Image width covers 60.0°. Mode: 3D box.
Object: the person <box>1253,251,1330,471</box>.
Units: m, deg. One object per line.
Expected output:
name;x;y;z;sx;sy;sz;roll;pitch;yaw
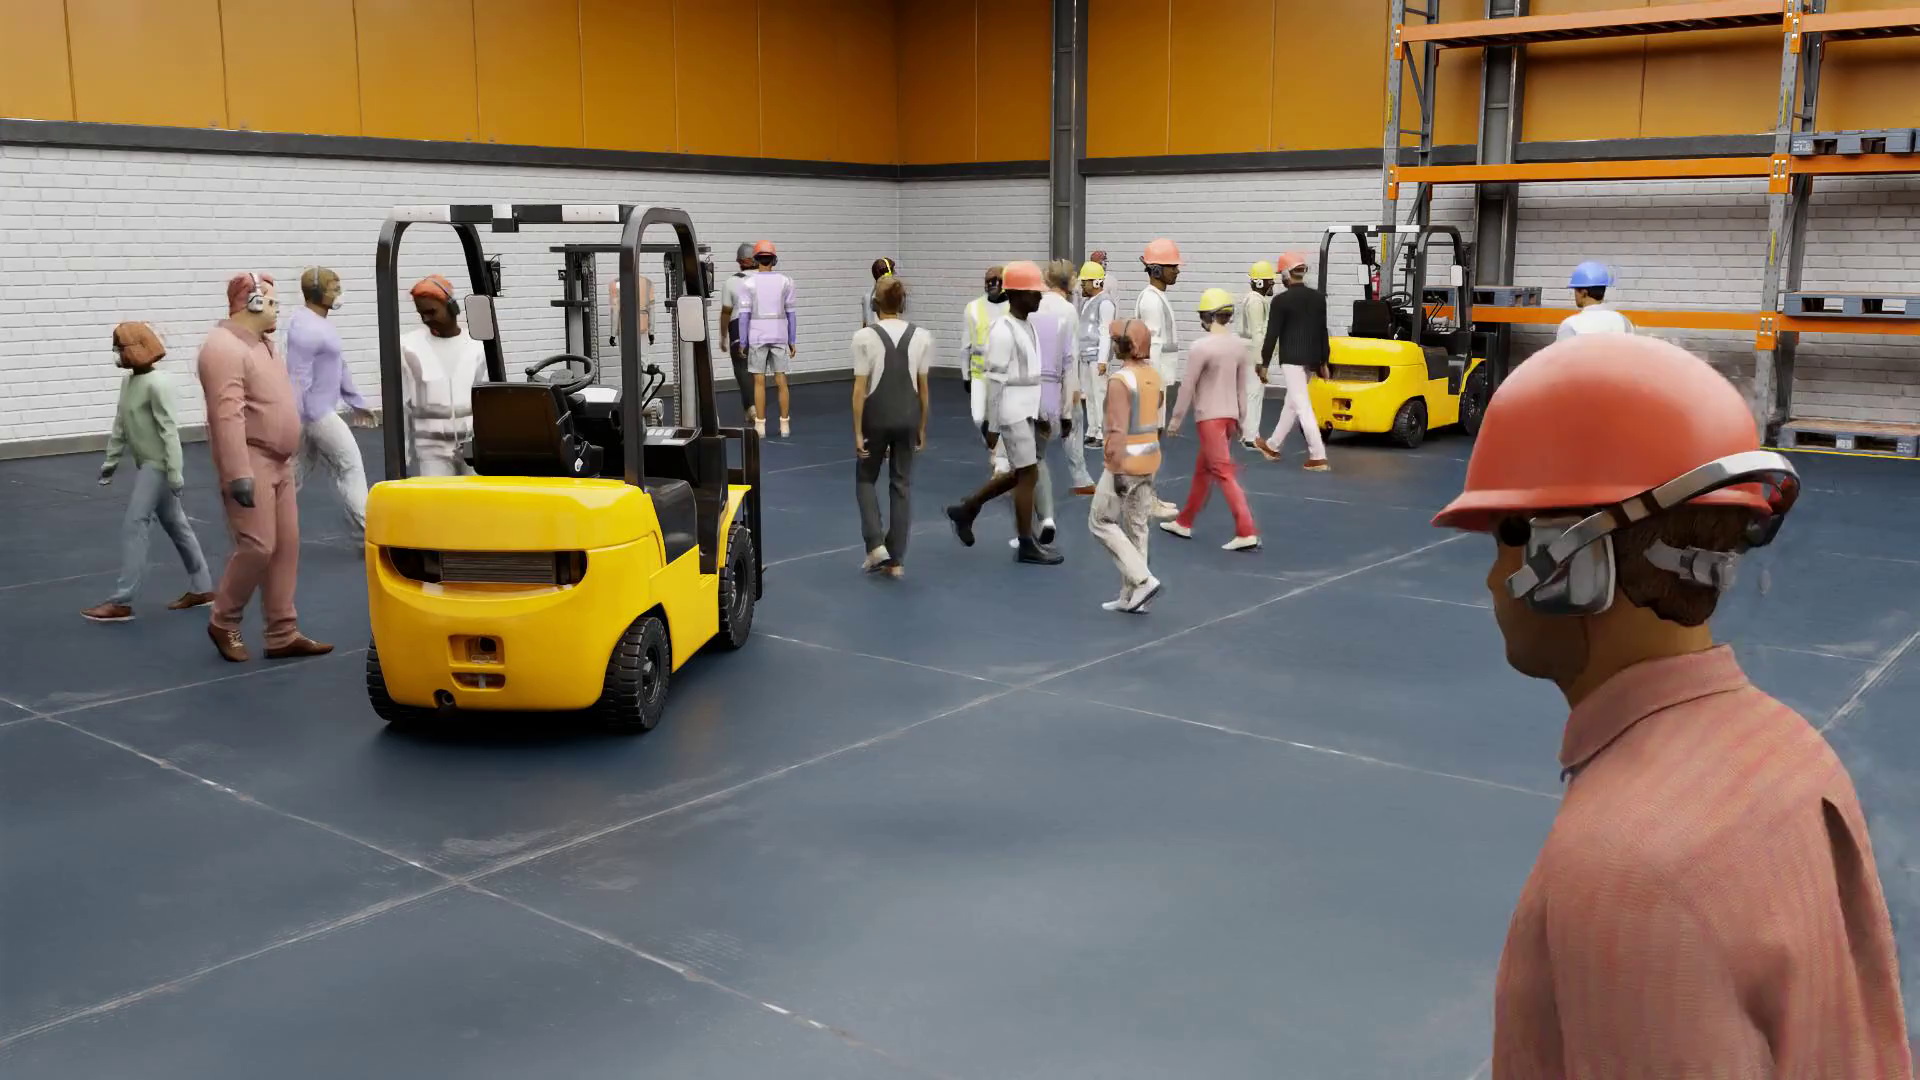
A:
person;2.970;-1.601;14.872;0.629;1.923;1.065;-7;12;-32

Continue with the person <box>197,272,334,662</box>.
person;-3.408;-0.337;8.015;0.578;1.878;0.737;0;10;-1

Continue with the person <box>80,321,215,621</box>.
person;-4.443;-0.365;8.955;0.800;1.598;0.515;-8;13;-38

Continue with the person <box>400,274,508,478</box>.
person;-2.671;-0.478;8.842;0.655;1.864;0.500;-5;11;-24

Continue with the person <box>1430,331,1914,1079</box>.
person;0.644;0.795;1.557;0.671;1.947;0.640;9;14;41

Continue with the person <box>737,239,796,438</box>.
person;-2.003;-2.077;17.208;0.614;2.038;0.395;-4;11;-21

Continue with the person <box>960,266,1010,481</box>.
person;0.326;-1.418;14.184;0.632;1.824;0.722;2;10;13

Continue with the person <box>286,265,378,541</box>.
person;-4.075;-0.784;10.515;1.051;1.890;0.631;-3;11;-18

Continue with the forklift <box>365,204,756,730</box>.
forklift;-1.766;-0.406;7.525;1.214;2.155;2.313;1;10;7

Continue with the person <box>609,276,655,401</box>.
person;-3.980;-2.548;20.129;0.605;1.924;0.385;-8;13;-37

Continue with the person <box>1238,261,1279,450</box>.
person;2.911;-1.788;16.181;0.404;1.831;0.600;1;10;5

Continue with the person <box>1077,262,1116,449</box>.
person;1.310;-1.805;16.306;0.403;1.826;0.591;-3;11;-16

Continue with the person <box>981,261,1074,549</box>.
person;0.434;-0.864;10.875;0.604;1.895;0.420;-4;11;-23

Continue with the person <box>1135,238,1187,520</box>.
person;1.458;-1.177;12.214;0.374;2.043;0.611;1;10;5

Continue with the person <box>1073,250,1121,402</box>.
person;1.730;-2.661;20.820;0.651;1.904;0.403;7;12;32

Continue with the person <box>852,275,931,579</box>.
person;-0.422;-0.671;10.007;0.500;1.829;0.401;-3;11;-18

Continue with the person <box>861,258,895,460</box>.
person;-0.700;-1.679;15.480;0.329;1.872;0.508;-9;14;-42

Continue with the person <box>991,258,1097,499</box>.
person;0.708;-1.244;12.994;0.966;1.905;0.643;-2;10;-12

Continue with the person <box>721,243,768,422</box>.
person;-2.365;-2.358;18.763;0.691;2.000;0.756;-5;11;-26

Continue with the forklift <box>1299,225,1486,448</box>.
forklift;4.449;-2.115;16.993;1.214;2.155;2.313;8;13;38

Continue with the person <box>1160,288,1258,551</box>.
person;1.677;-0.804;11.043;0.535;1.720;0.904;-10;14;-43

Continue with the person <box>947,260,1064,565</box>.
person;0.283;-0.803;10.503;0.748;1.916;0.546;4;11;19

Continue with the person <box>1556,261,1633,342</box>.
person;4.154;-0.902;11.100;0.626;1.892;1.024;-6;12;-29

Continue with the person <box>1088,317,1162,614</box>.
person;0.916;-0.387;8.994;0.383;1.628;0.519;7;13;36
